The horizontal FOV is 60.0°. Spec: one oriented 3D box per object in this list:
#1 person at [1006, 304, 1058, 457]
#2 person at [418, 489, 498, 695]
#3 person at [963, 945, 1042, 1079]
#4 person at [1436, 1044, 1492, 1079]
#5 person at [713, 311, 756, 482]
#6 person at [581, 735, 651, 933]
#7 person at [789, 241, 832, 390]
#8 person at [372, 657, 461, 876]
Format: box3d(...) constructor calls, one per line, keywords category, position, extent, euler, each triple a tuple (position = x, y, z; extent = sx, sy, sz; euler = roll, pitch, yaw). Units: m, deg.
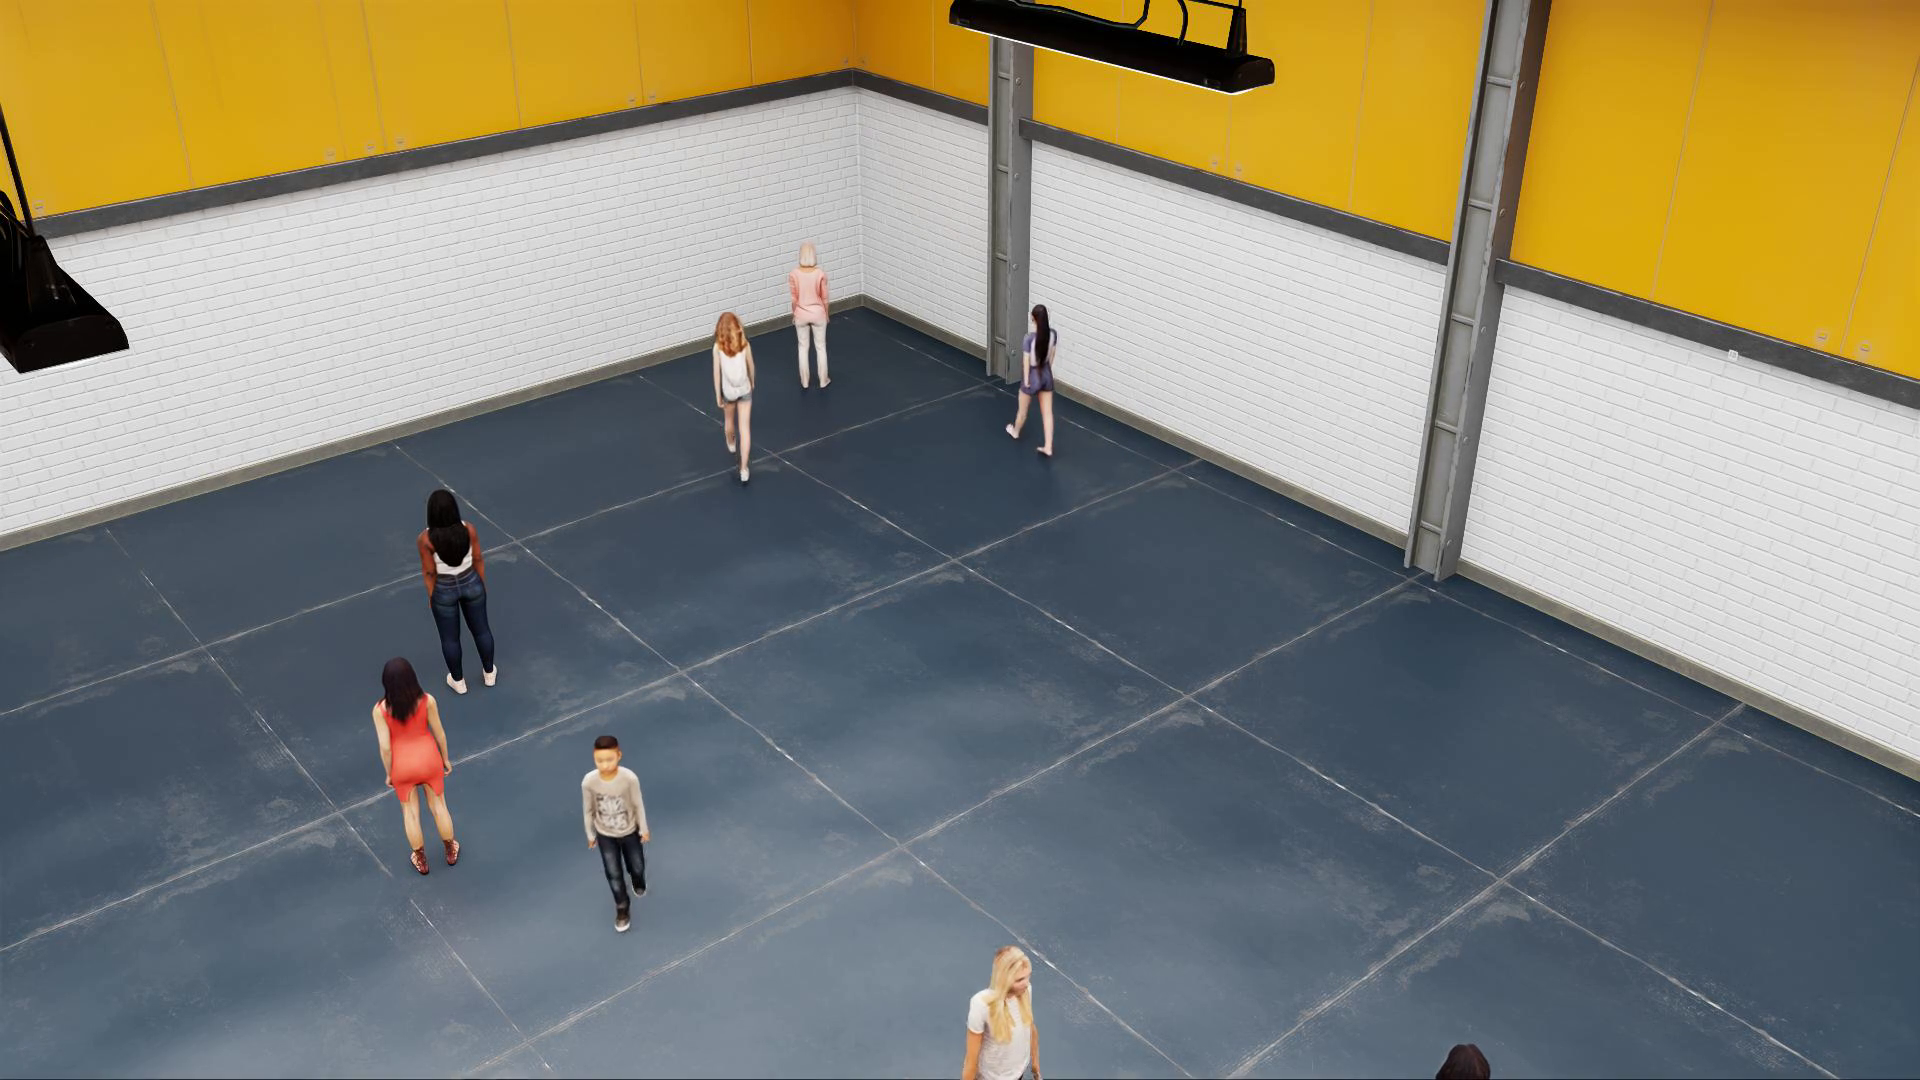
box3d(category="person", position=(0.867, -1.631, 17.368), extent=(0.720, 1.615, 1.022), euler=(-15, 32, -26))
box3d(category="person", position=(-4.054, 0.409, 13.425), extent=(0.692, 1.810, 0.674), euler=(-14, 31, -23))
box3d(category="person", position=(0.124, 2.851, 8.953), extent=(0.668, 1.805, 0.660), euler=(25, 37, 38))
box3d(category="person", position=(2.443, 3.217, 8.350), extent=(0.651, 1.739, 0.684), euler=(-3, 29, -6))
box3d(category="person", position=(-2.249, -1.421, 16.877), extent=(0.945, 1.715, 1.187), euler=(-5, 29, -9))
box3d(category="person", position=(-2.271, 1.890, 11.078), extent=(0.760, 1.456, 0.839), euler=(-3, 29, -5))
box3d(category="person", position=(-1.712, -2.571, 18.976), extent=(0.679, 1.724, 0.719), euler=(0, 29, 0))
box3d(category="person", position=(-3.743, 1.548, 11.430), extent=(0.639, 1.719, 0.588), euler=(-13, 31, -22))
